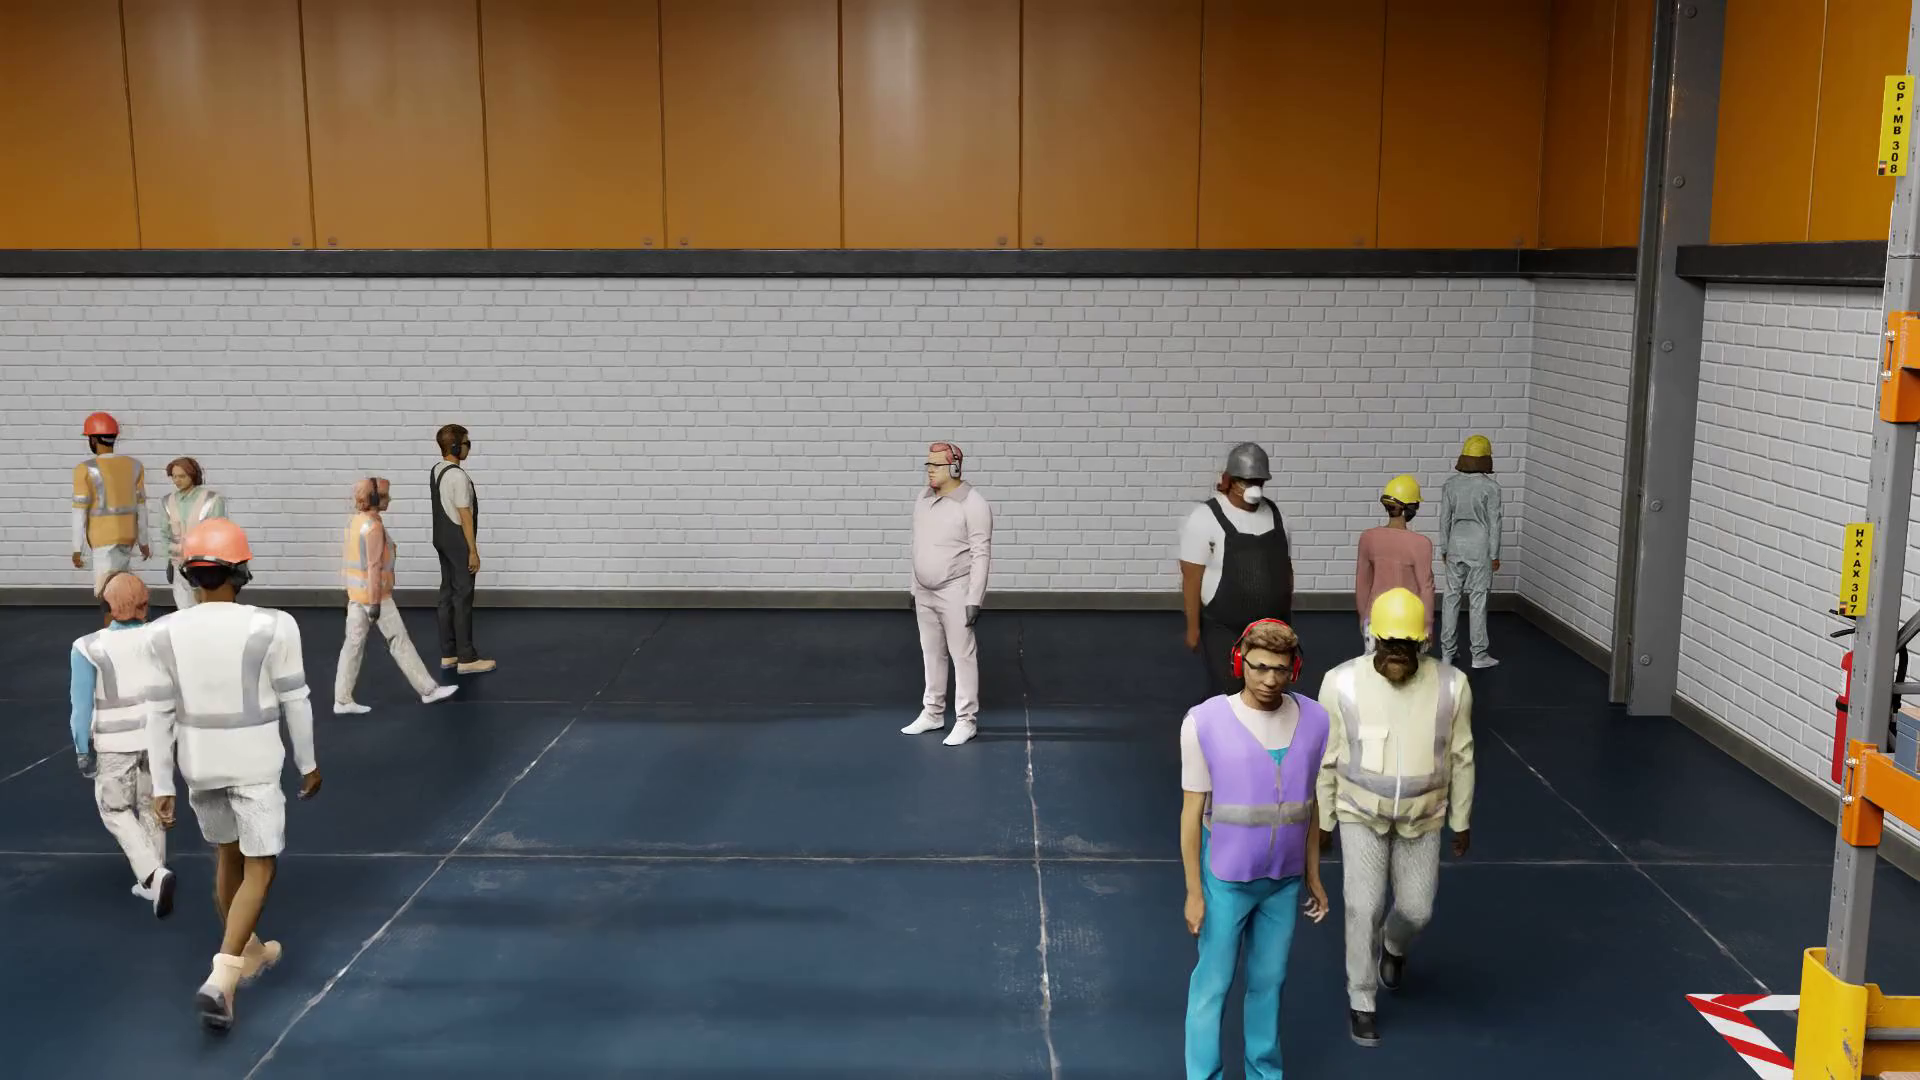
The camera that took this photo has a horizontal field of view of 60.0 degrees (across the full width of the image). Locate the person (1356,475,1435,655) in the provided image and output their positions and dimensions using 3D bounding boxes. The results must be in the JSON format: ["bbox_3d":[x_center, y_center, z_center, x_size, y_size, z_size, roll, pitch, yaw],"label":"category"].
[{"bbox_3d":[2.608,0.490,9.955,0.322,1.769,0.523,-8,12,-40],"label":"person"}]

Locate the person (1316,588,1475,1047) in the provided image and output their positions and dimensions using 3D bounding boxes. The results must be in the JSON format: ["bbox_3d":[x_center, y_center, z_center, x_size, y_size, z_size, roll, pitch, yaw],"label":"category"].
[{"bbox_3d":[1.687,1.044,6.523,0.622,1.806,0.618,1,10,8],"label":"person"}]

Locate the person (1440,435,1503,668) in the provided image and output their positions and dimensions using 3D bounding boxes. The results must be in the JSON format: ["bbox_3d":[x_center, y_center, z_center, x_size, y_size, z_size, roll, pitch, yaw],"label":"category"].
[{"bbox_3d":[3.834,0.081,12.473,0.309,1.744,0.485,-9,13,-42],"label":"person"}]

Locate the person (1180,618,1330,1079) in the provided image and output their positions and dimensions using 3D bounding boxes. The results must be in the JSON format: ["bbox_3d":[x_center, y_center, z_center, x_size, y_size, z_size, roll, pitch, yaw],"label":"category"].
[{"bbox_3d":[1.000,1.162,5.716,0.563,1.839,0.392,-4,10,-22],"label":"person"}]

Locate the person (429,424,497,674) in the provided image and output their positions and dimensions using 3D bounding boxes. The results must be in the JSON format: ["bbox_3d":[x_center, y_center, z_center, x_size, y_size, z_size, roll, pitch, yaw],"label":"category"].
[{"bbox_3d":[-3.703,0.063,12.280,0.345,1.846,0.508,-9,13,-43],"label":"person"}]

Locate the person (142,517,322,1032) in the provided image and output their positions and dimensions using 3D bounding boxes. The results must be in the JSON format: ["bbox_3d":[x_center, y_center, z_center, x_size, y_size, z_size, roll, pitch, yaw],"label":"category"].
[{"bbox_3d":[-2.946,0.922,6.661,0.608,2.016,0.892,0,9,1],"label":"person"}]

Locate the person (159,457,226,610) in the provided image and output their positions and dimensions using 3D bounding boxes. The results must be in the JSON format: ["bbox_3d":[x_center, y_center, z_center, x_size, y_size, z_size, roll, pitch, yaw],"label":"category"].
[{"bbox_3d":[-5.587,0.175,12.264,0.533,1.619,0.597,0,9,2],"label":"person"}]

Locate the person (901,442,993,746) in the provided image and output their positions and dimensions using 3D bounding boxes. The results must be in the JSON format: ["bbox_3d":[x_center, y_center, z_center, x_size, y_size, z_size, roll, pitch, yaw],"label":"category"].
[{"bbox_3d":[-0.104,0.333,10.476,0.406,1.910,0.637,-9,13,-43],"label":"person"}]

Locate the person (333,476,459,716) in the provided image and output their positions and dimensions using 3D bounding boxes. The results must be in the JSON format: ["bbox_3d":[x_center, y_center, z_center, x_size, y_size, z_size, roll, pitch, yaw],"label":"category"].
[{"bbox_3d":[-3.852,0.370,11.162,0.837,1.595,0.531,-7,12,-36],"label":"person"}]

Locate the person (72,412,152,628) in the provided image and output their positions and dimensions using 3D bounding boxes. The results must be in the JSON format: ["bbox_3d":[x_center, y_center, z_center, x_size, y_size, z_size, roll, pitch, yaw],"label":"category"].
[{"bbox_3d":[-6.384,-0.020,12.606,0.896,1.910,0.570,5,11,27],"label":"person"}]

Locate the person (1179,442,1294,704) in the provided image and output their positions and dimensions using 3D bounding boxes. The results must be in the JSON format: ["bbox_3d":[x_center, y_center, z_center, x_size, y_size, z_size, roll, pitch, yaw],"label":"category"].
[{"bbox_3d":[1.629,0.432,9.485,0.684,2.000,0.550,-5,10,-25],"label":"person"}]

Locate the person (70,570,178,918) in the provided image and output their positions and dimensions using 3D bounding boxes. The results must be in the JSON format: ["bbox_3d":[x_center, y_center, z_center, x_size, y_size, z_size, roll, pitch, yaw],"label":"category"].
[{"bbox_3d":[-3.768,0.947,7.650,0.619,1.627,0.515,8,13,41],"label":"person"}]
